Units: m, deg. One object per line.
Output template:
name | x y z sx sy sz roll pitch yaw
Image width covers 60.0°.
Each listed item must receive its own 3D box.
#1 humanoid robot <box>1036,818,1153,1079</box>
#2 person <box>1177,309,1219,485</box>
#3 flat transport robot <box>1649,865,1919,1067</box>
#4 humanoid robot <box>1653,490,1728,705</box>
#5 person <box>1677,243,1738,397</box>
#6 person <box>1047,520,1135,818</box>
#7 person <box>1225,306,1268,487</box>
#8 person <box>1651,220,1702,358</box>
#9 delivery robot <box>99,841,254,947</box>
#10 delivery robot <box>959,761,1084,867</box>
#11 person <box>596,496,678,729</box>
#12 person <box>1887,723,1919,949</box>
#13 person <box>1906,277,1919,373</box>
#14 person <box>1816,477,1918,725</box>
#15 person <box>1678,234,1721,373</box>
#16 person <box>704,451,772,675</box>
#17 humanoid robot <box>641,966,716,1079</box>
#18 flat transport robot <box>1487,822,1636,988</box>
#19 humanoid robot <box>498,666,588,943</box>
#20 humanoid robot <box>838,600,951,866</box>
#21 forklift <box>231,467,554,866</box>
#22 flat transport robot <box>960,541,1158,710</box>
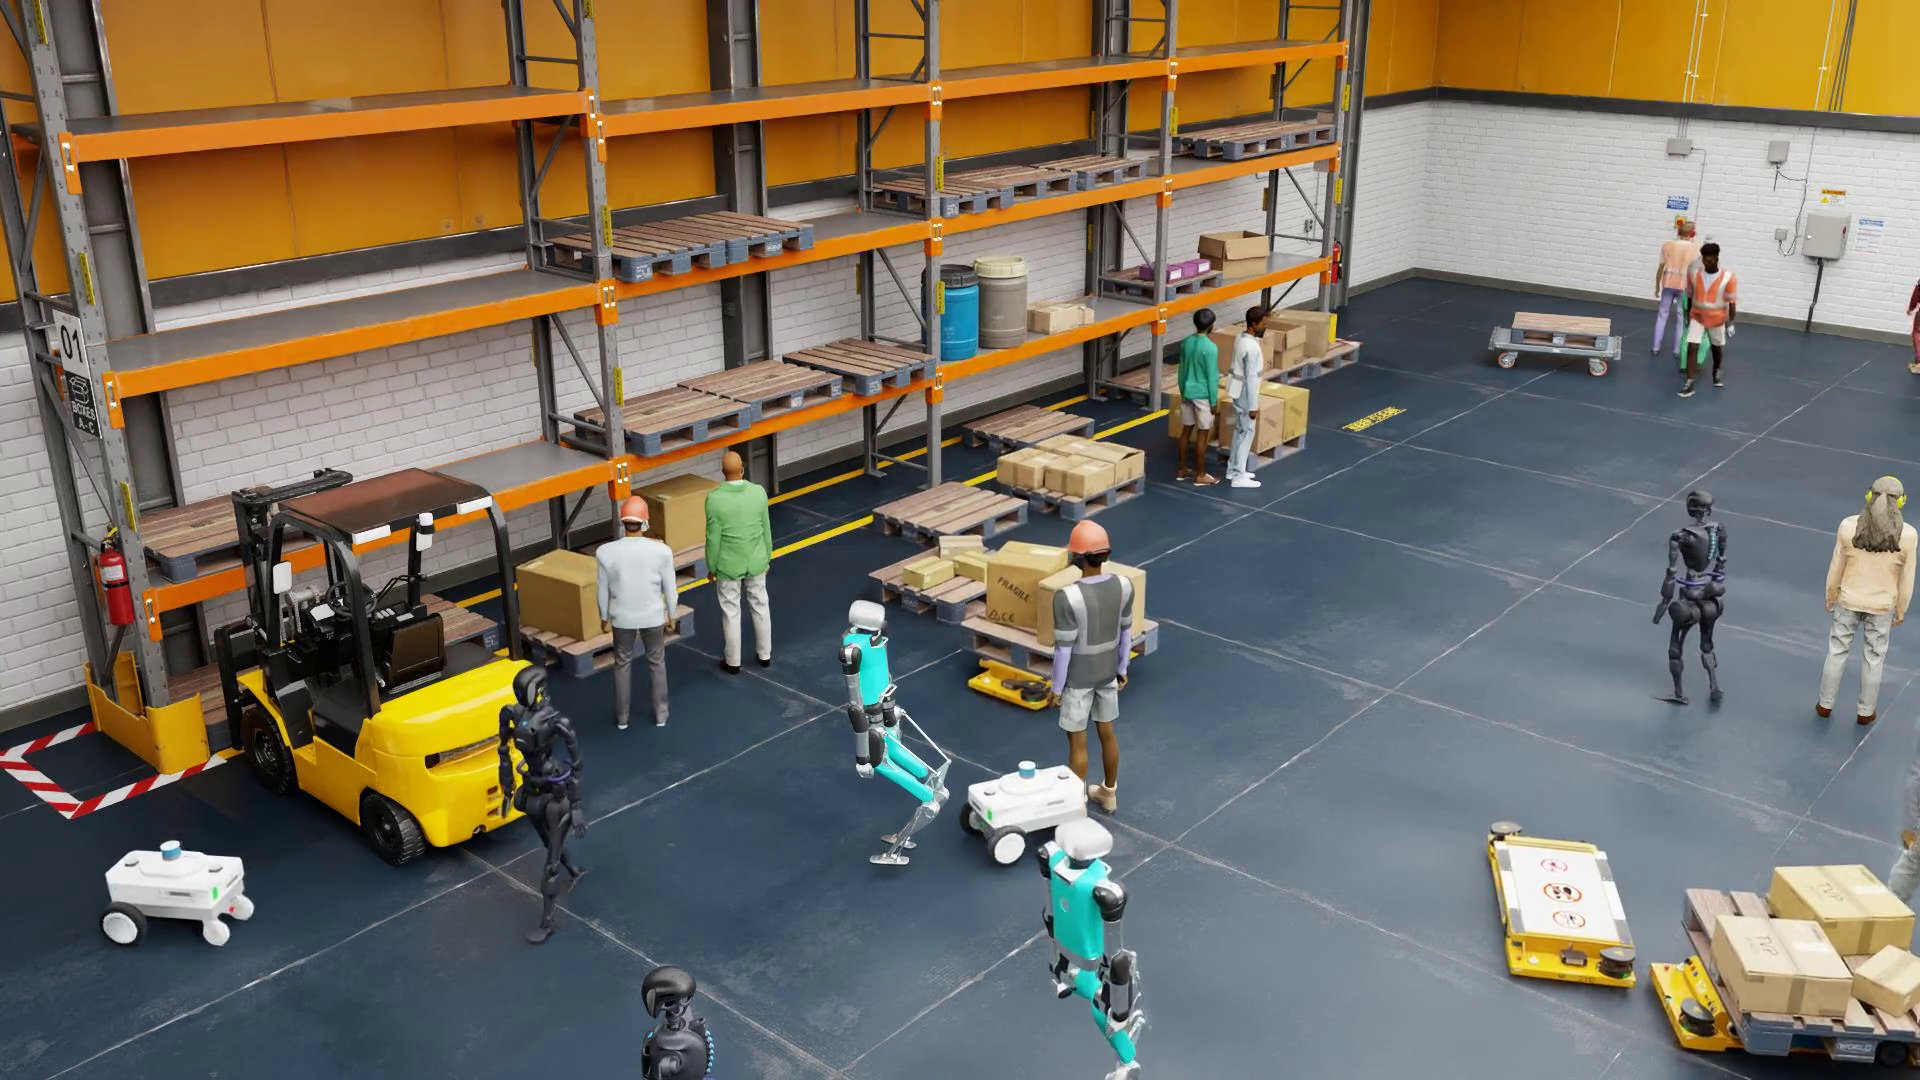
humanoid robot | 0.737 2.067 7.869 0.836 1.788 0.540 -15 25 -35
person | 2.466 -1.484 17.291 0.379 1.847 0.505 -15 25 -35
flat transport robot | 4.498 2.479 8.835 1.431 0.231 0.659 2 20 7
humanoid robot | 5.489 0.445 12.321 0.591 1.646 0.460 -8 22 -21
person | 9.374 -2.778 20.728 0.653 1.907 1.016 17 26 39
person | 0.814 0.849 10.697 0.614 2.039 0.388 -13 24 -30
person | 2.953 -1.480 17.204 0.402 1.906 0.596 -1 20 -2
person | 9.687 -3.390 22.493 0.574 1.831 0.400 15 25 35
delivery robot | -4.545 2.029 9.642 0.797 0.595 0.499 2 20 7
delivery robot | 0.410 1.696 10.548 0.801 0.598 0.499 -9 22 -22
person | -2.321 0.523 12.009 0.575 1.737 0.351 -2 20 -7
person | 5.459 1.538 9.051 0.654 1.890 0.940 1 20 3
person | 12.588 -3.006 21.542 0.492 1.752 0.535 2 20 6
person | 6.552 0.446 12.026 0.552 1.877 0.414 12 23 29
person | 9.619 -3.063 21.580 0.408 1.835 0.528 -13 24 -32
person | -1.713 0.180 12.880 0.537 1.781 0.387 -10 23 -25
humanoid robot | -1.130 2.466 6.815 0.315 1.657 0.599 -1 20 -2
flat transport robot | 3.515 2.125 9.792 0.659 0.231 1.431 4 21 11
humanoid robot | -2.391 1.457 9.639 0.597 1.625 0.797 8 22 22
humanoid robot | -0.334 1.187 10.015 0.735 1.681 0.533 7 21 18
forklift | -3.730 0.710 10.856 2.313 2.155 1.214 17 26 38
flat transport robot | 0.771 0.940 13.004 0.659 0.231 1.431 16 26 37
